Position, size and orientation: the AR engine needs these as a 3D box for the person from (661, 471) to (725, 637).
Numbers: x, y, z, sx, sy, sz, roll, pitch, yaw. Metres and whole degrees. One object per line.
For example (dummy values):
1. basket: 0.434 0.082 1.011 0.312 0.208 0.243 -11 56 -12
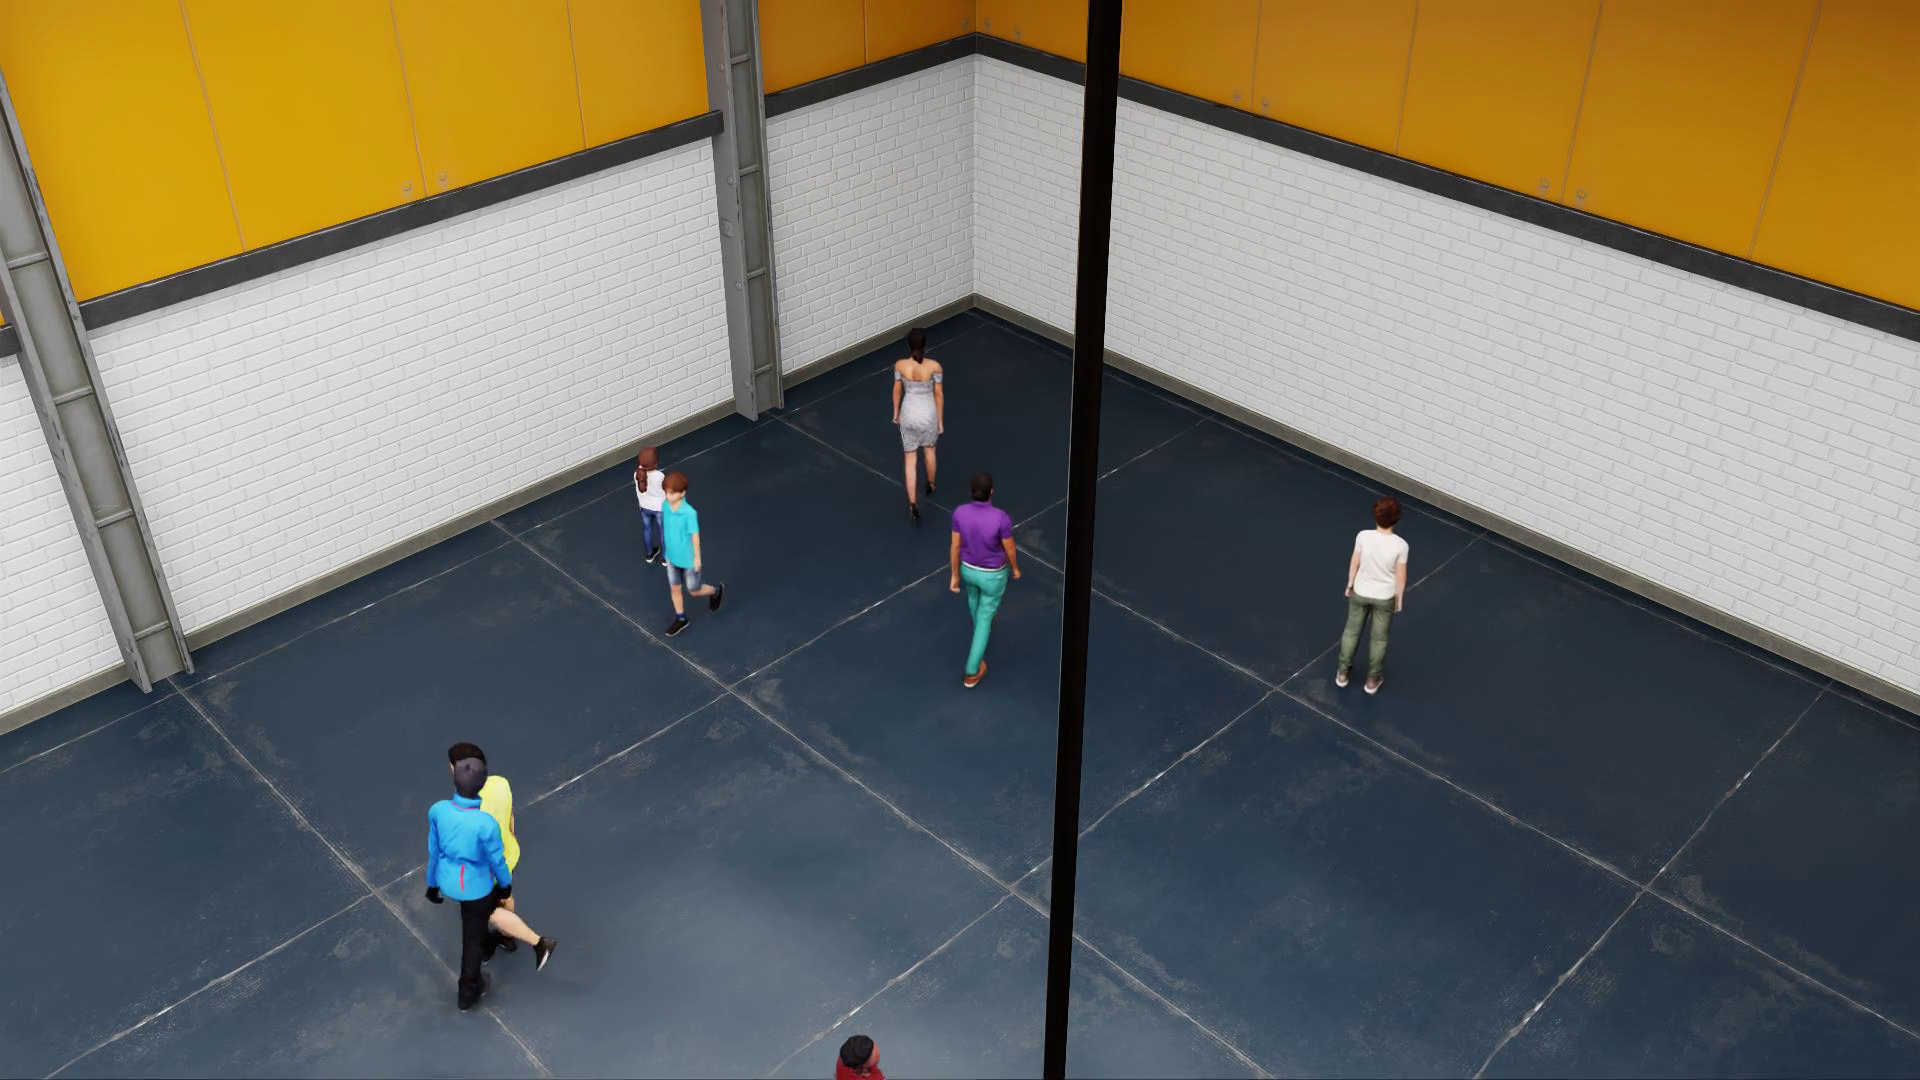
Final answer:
1. person: -2.150 0.071 13.154 0.610 1.435 0.842 21 39 29

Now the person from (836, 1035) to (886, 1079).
1. person: -0.551 3.071 8.805 0.539 1.253 0.559 -23 40 -30

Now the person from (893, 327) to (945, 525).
1. person: -0.378 -0.966 14.390 0.921 1.794 1.013 4 34 6

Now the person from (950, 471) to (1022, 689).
1. person: 0.141 0.326 12.509 0.895 1.725 1.194 14 36 21

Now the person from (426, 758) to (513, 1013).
1. person: -2.948 2.104 9.798 0.849 1.764 0.987 10 35 15

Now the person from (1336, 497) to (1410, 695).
1. person: 3.094 0.417 12.438 0.658 1.652 0.643 14 36 20

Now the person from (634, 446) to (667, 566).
1. person: -2.589 -0.305 14.012 0.521 1.112 0.572 7 34 10

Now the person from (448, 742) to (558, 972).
1. person: -2.784 1.953 10.095 0.931 1.688 0.943 10 35 15
